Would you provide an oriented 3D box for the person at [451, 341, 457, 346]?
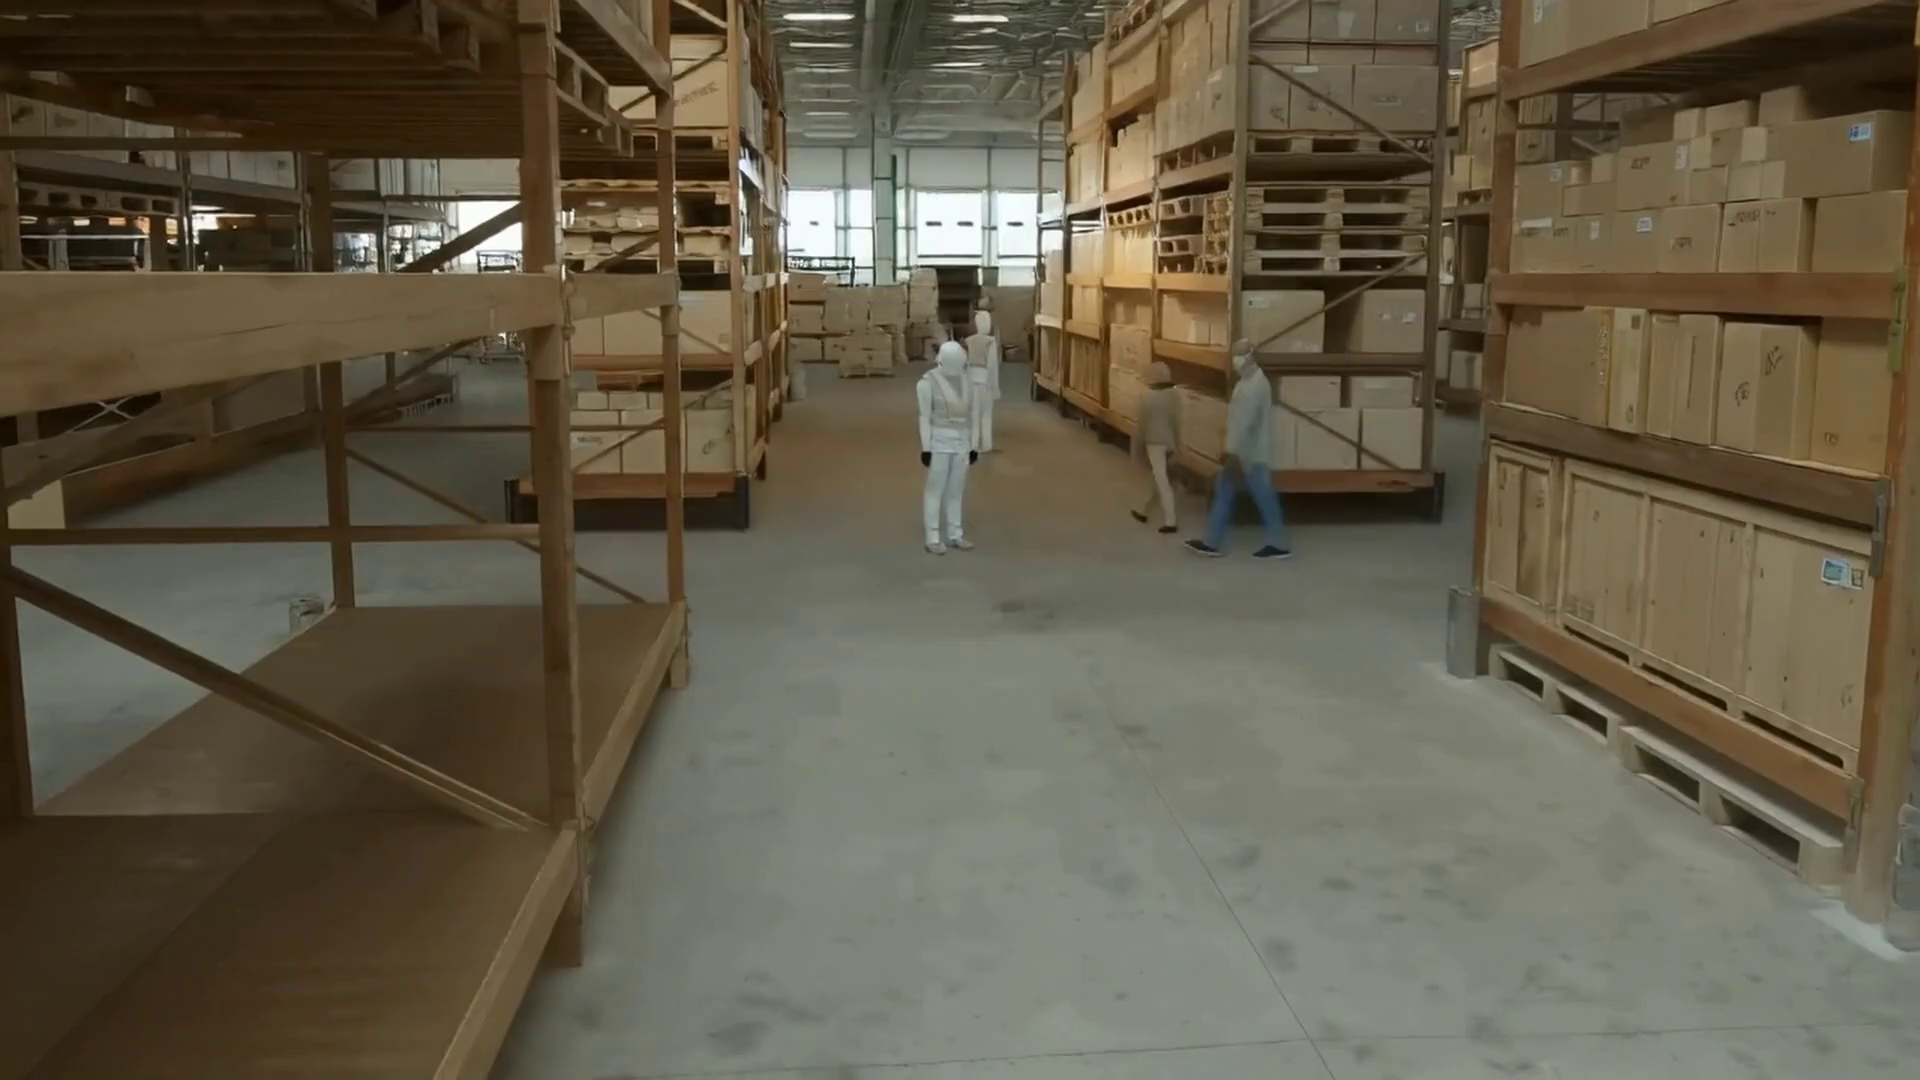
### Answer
[{"bbox_3d":[-17.160,-7.418,55.738,0.899,1.905,0.650,-5,10,-29],"label":"person"}]

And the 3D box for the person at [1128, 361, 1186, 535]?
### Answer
[{"bbox_3d":[1.804,-0.869,15.580,0.526,1.589,0.817,-6,11,-35],"label":"person"}]

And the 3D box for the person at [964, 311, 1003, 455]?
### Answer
[{"bbox_3d":[0.295,-2.101,22.329,0.392,1.922,0.590,-8,12,-42],"label":"person"}]

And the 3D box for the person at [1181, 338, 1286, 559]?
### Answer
[{"bbox_3d":[2.347,-0.766,14.121,0.960,1.867,0.663,1,9,5],"label":"person"}]

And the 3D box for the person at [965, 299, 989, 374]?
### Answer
[{"bbox_3d":[0.494,-4.846,39.864,0.649,1.829,0.504,6,11,32],"label":"person"}]

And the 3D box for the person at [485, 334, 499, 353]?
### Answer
[{"bbox_3d":[-14.550,-6.764,51.592,0.386,1.922,0.594,6,11,34],"label":"person"}]

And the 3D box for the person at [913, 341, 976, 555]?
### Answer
[{"bbox_3d":[-0.097,-0.800,14.406,0.624,1.844,0.429,-8,12,-42],"label":"person"}]
